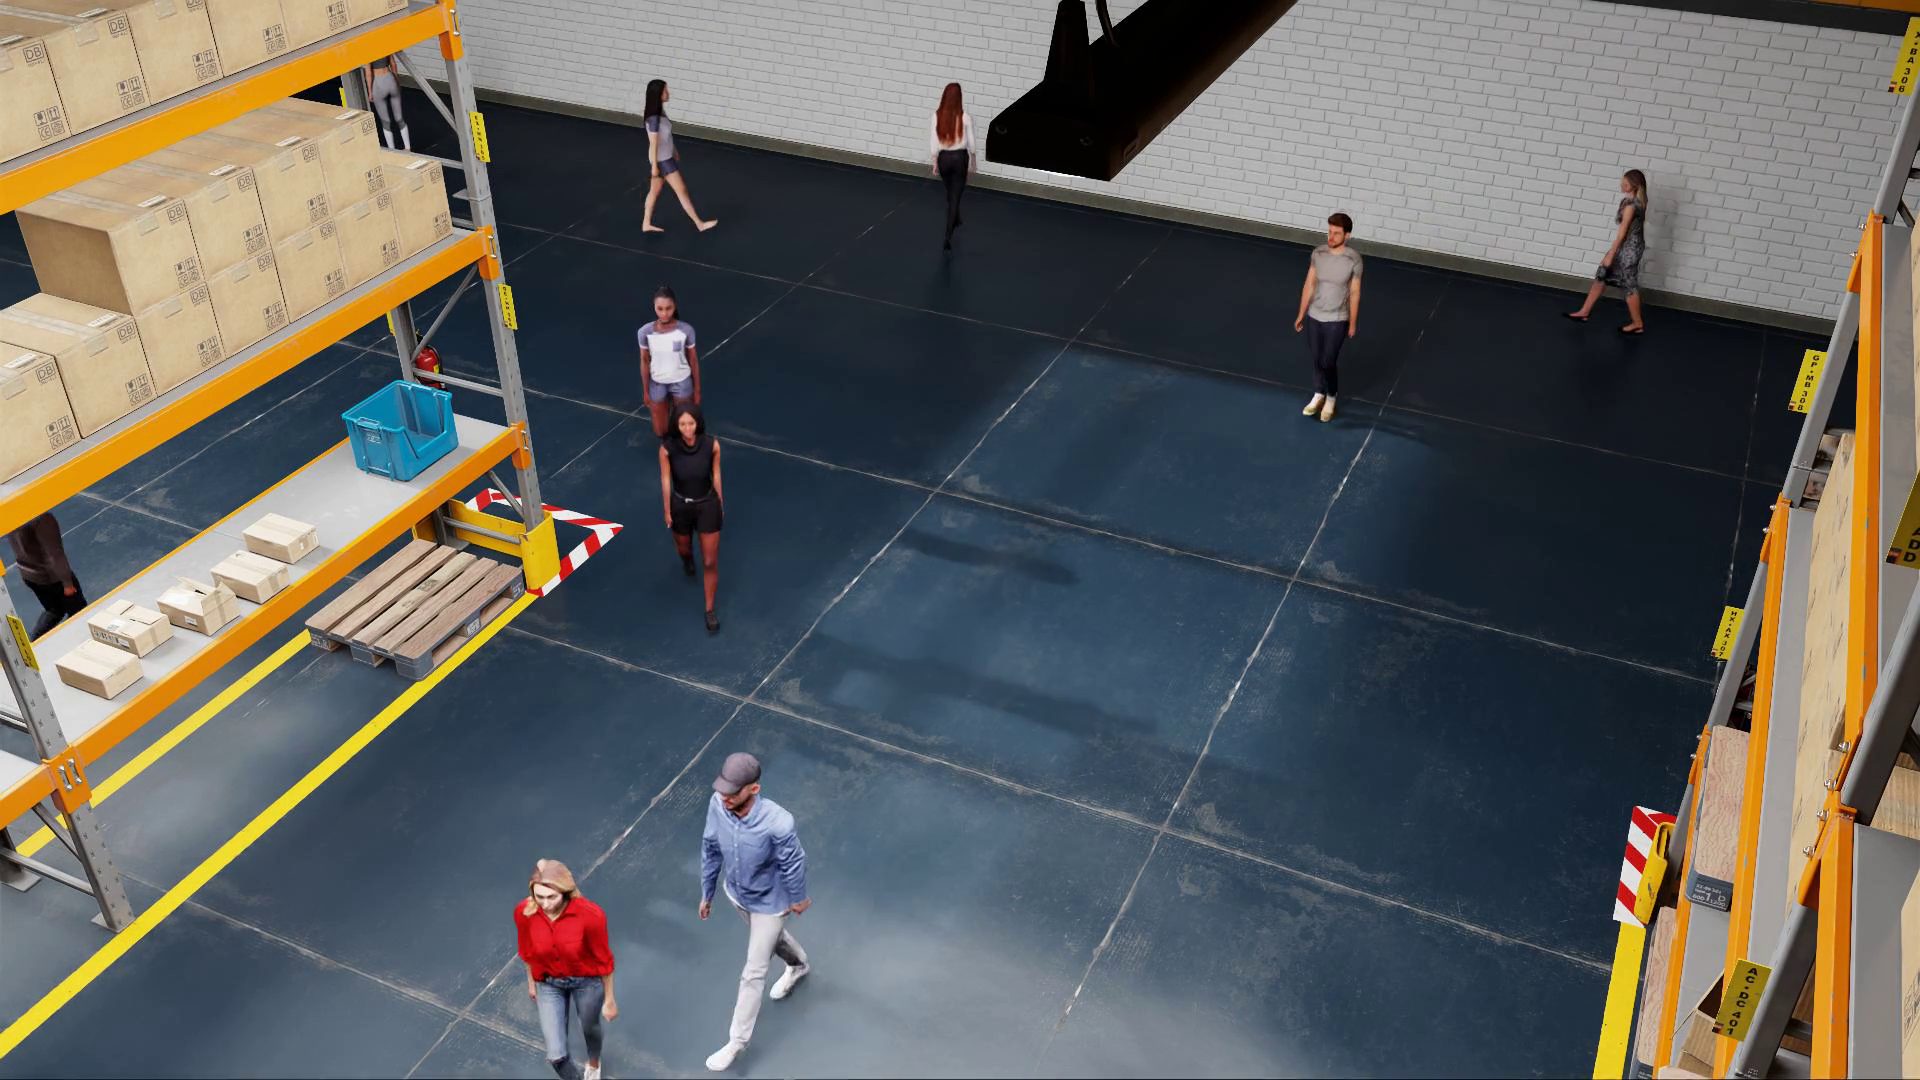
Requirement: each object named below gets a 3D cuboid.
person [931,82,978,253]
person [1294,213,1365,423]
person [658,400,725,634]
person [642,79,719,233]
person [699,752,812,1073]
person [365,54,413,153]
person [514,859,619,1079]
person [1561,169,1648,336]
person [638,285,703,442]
[{"bbox_3d":[-0.084,-3.813,17.220,0.813,1.711,1.220,6,34,9],"label":"person"},{"bbox_3d":[3.199,-1.939,14.247,0.714,1.882,0.718,26,42,33],"label":"person"},{"bbox_3d":[-1.893,-0.236,11.836,1.010,1.715,1.144,-7,34,-11],"label":"person"},{"bbox_3d":[-3.225,-4.002,17.541,1.009,1.671,1.086,-2,34,-3],"label":"person"},{"bbox_3d":[-1.003,1.786,8.680,0.795,1.840,1.210,21,39,29],"label":"person"},{"bbox_3d":[-6.698,-5.251,19.391,0.589,1.702,0.700,-29,43,-36],"label":"person"},{"bbox_3d":[-1.919,2.145,8.275,0.779,1.691,0.833,-1,34,-1],"label":"person"},{"bbox_3d":[6.306,-2.658,15.537,0.706,1.651,0.911,20,38,27],"label":"person"},{"bbox_3d":[-2.313,-1.254,13.367,0.793,1.715,0.859,-3,34,-5],"label":"person"}]
